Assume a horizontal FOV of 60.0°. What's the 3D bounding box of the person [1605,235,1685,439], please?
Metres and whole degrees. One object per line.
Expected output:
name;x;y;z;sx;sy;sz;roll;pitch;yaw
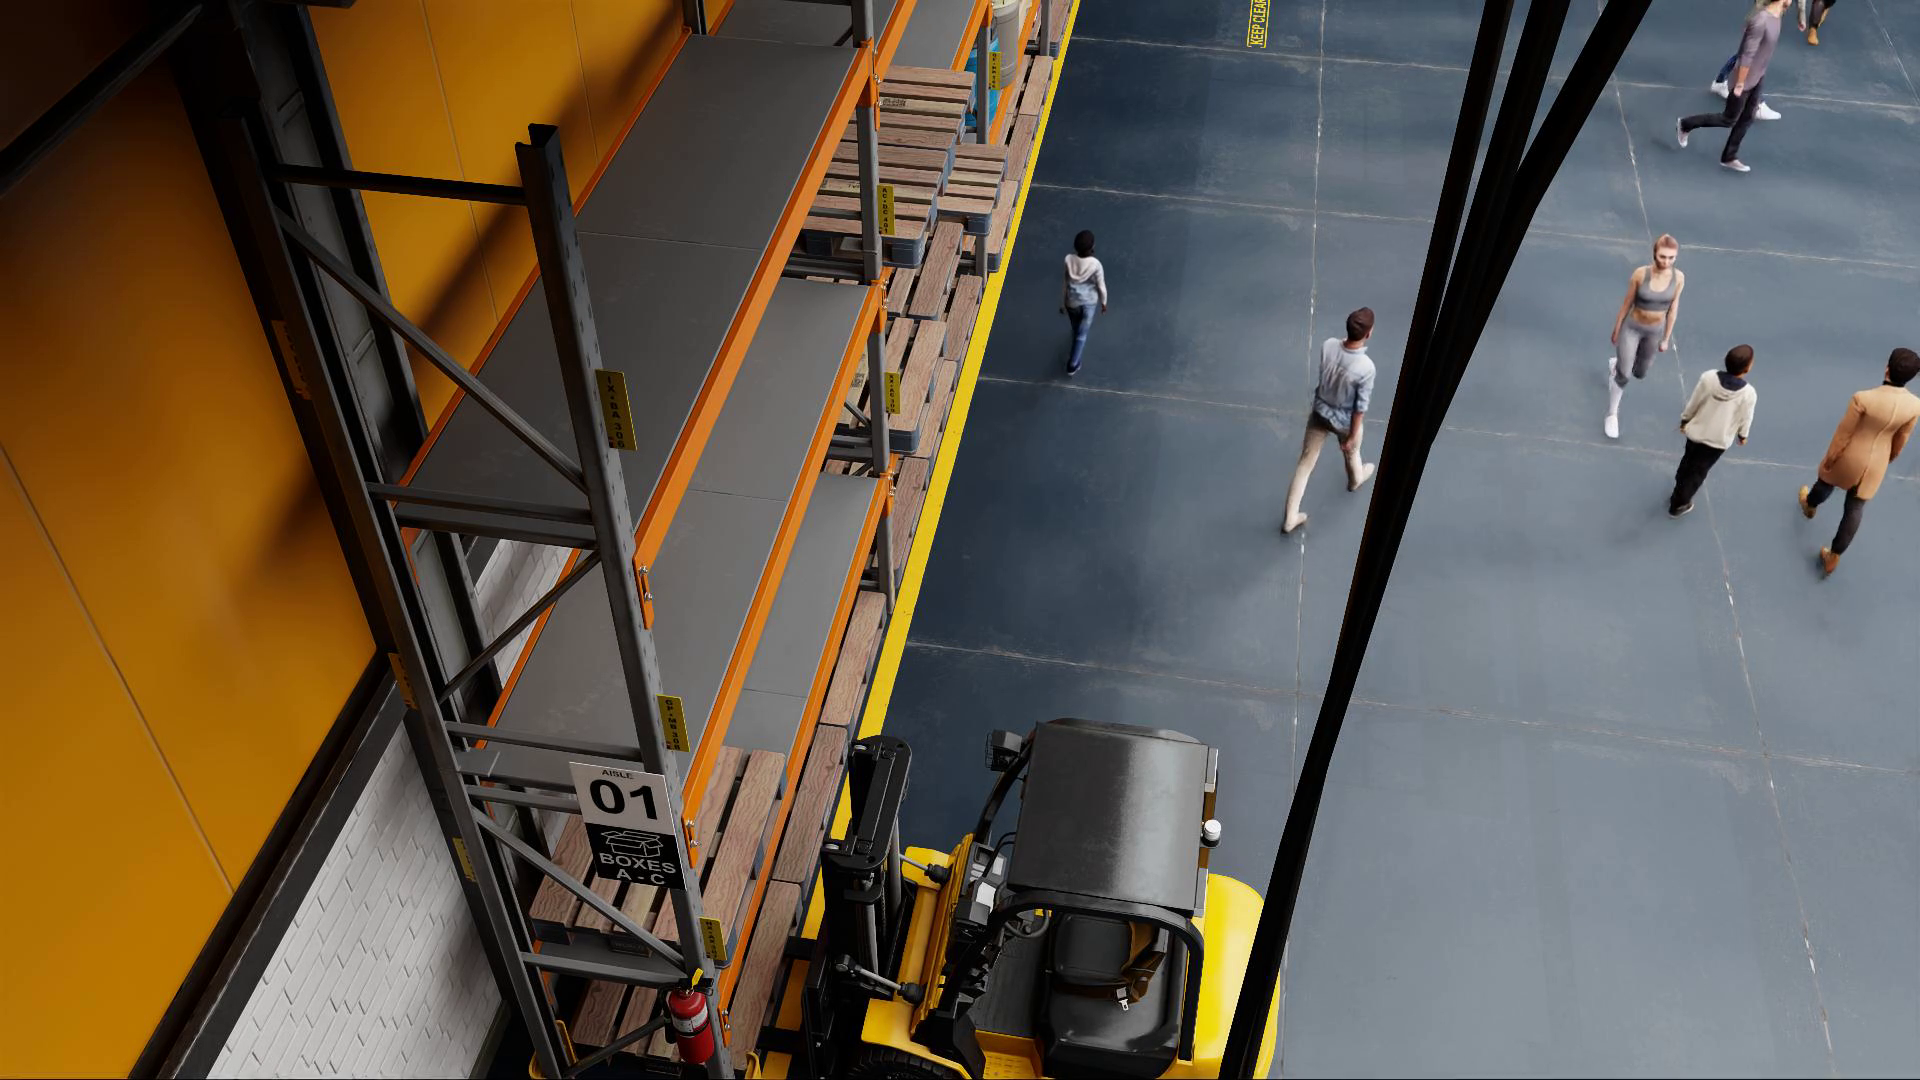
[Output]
person;5.184;-1.618;12.687;0.596;1.687;0.937;5;44;5

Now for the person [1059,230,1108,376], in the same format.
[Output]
person;0.944;-1.873;13.287;0.608;1.229;0.885;15;46;15

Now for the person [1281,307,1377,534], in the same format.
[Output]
person;2.586;-0.809;11.760;1.106;1.795;1.303;34;53;30

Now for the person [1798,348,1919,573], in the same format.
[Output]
person;6.263;-0.523;11.541;0.678;1.682;1.110;8;44;8

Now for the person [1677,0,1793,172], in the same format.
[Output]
person;7.223;-4.325;15.441;1.085;1.808;1.087;-34;53;-30

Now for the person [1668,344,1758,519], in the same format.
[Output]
person;5.346;-0.742;11.949;0.835;1.436;0.774;-26;49;-25

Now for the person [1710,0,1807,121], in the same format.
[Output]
person;7.789;-5.087;16.234;1.147;1.817;1.197;-26;49;-25
